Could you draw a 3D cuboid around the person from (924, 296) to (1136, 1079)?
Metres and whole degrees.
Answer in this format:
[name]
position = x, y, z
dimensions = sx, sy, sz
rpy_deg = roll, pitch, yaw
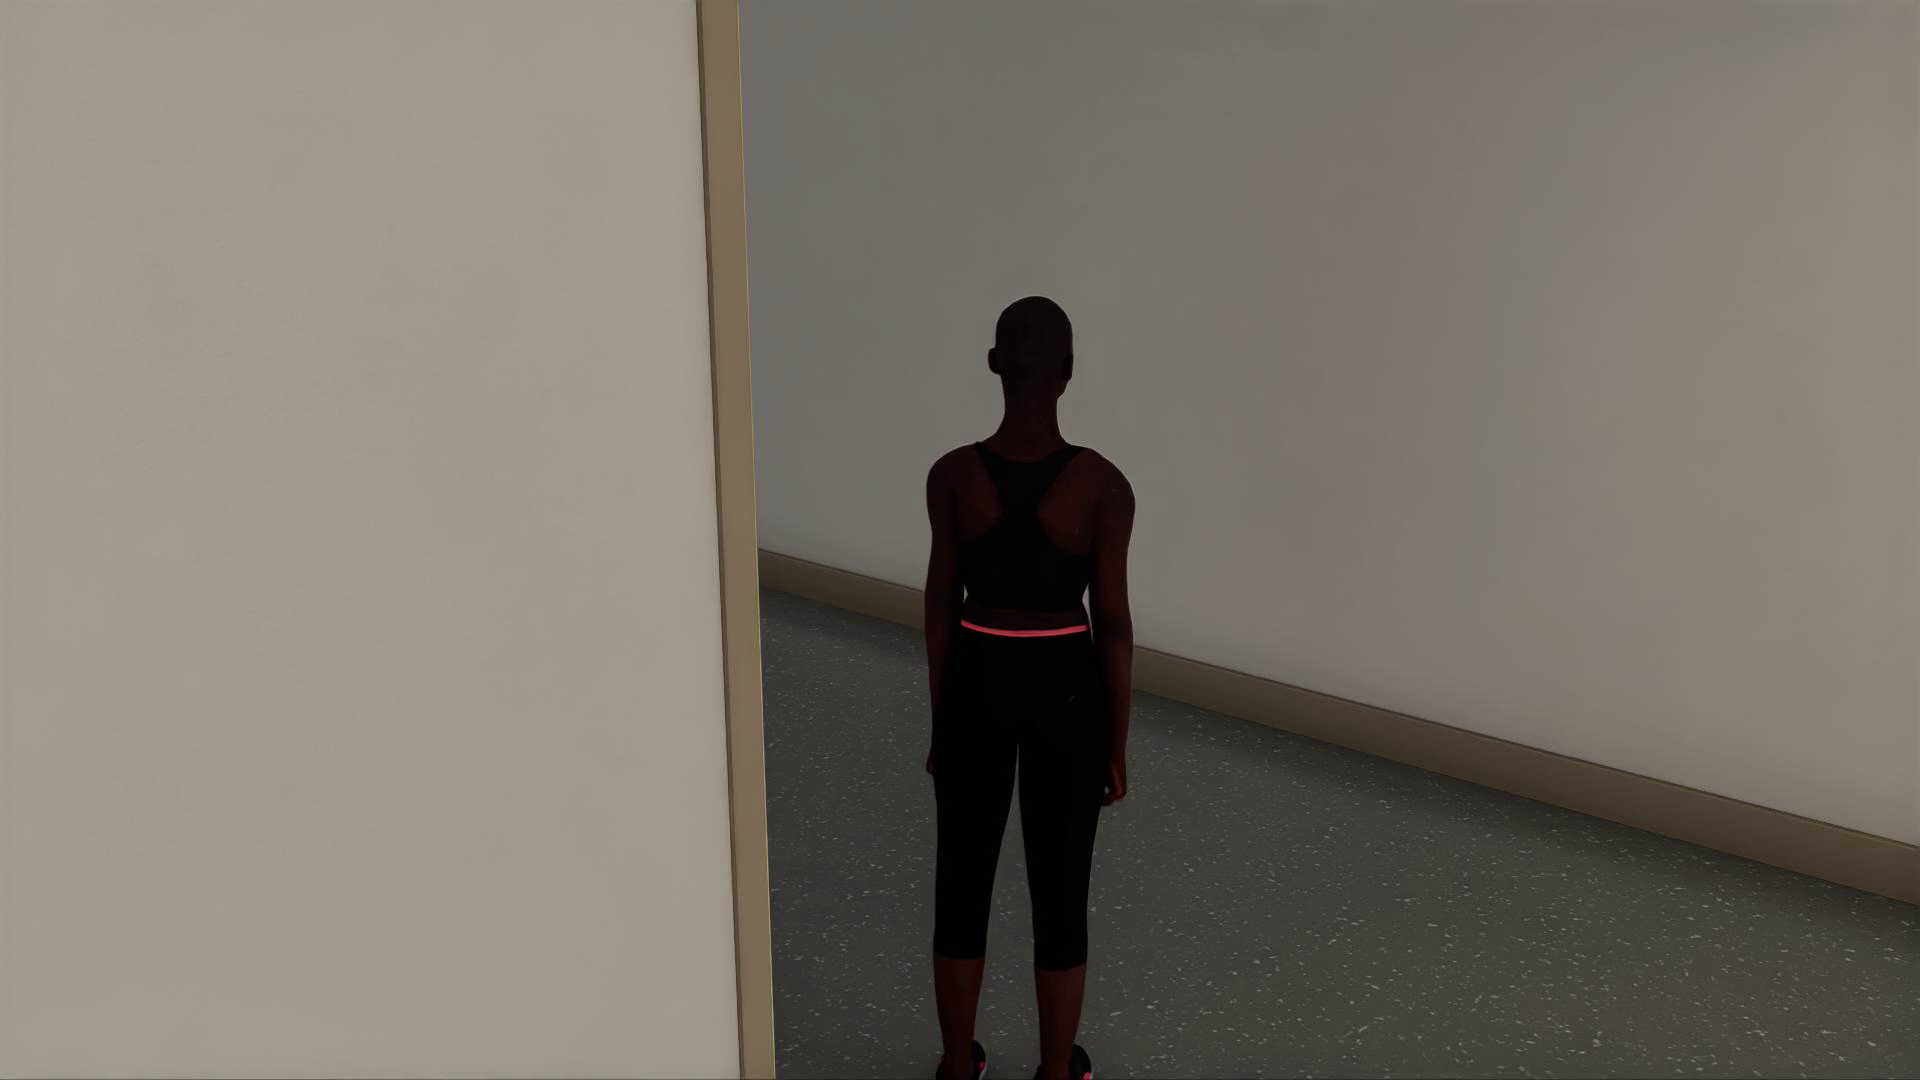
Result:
[person]
position = 0.119, 0.384, 3.370
dimensions = 0.665, 1.758, 0.685
rpy_deg = 3, 16, 9
